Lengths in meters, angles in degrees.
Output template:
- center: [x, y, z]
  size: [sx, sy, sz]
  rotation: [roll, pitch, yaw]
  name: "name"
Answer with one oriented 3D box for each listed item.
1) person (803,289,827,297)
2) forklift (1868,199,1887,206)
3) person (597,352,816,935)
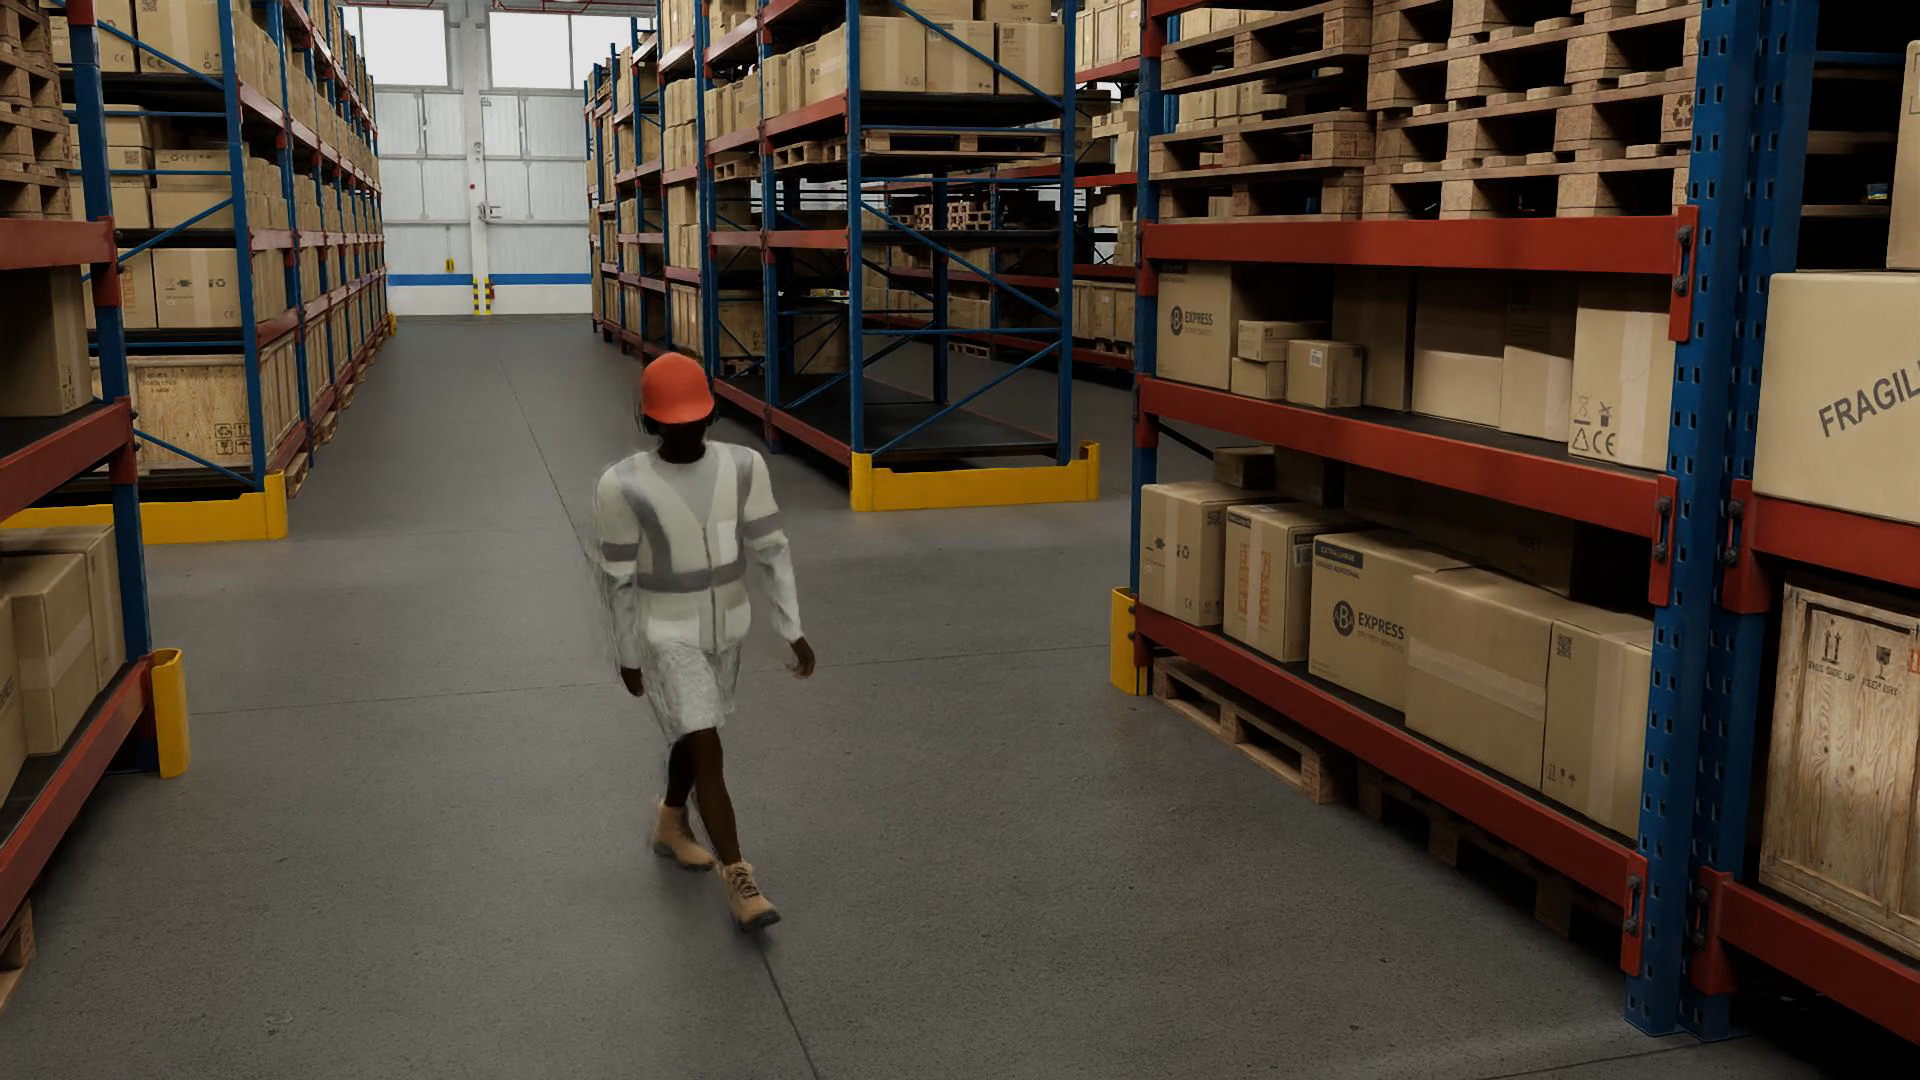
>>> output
- center: [-2.907, -4.676, 33.560]
  size: [0.429, 1.839, 0.634]
  rotation: [6, 12, 32]
  name: "person"
- center: [11.338, -2.915, 21.052]
  size: [1.129, 2.768, 1.873]
  rotation: [-3, 11, -17]
  name: "forklift"
- center: [-0.916, 0.328, 5.795]
  size: [0.622, 1.967, 1.101]
  rotation: [-7, 13, -35]
  name: "person"
